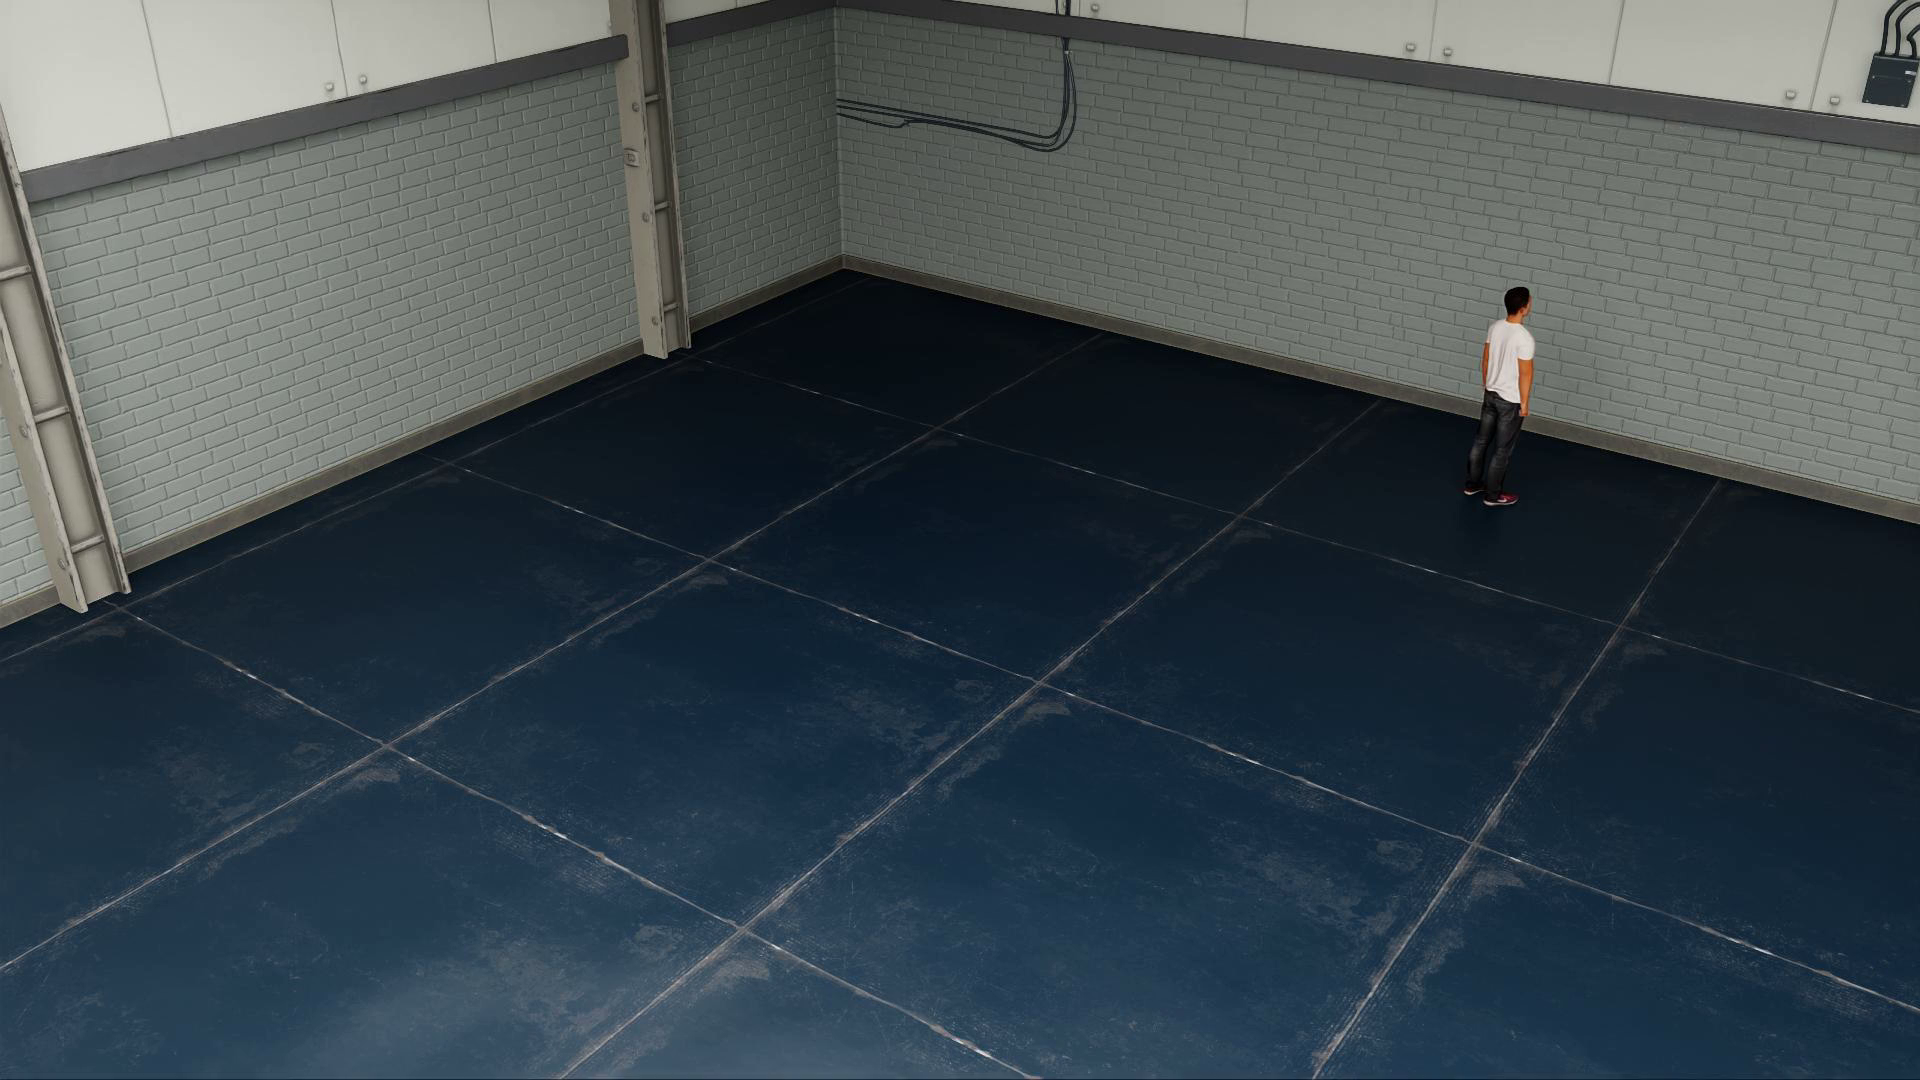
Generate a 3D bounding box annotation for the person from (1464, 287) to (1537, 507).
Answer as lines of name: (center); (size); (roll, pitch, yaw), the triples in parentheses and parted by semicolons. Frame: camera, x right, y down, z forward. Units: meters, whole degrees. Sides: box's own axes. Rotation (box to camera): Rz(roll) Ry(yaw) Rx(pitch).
person: (4.326, -1.156, 13.252); (0.706, 1.804, 0.718); (-13, 31, -23)
